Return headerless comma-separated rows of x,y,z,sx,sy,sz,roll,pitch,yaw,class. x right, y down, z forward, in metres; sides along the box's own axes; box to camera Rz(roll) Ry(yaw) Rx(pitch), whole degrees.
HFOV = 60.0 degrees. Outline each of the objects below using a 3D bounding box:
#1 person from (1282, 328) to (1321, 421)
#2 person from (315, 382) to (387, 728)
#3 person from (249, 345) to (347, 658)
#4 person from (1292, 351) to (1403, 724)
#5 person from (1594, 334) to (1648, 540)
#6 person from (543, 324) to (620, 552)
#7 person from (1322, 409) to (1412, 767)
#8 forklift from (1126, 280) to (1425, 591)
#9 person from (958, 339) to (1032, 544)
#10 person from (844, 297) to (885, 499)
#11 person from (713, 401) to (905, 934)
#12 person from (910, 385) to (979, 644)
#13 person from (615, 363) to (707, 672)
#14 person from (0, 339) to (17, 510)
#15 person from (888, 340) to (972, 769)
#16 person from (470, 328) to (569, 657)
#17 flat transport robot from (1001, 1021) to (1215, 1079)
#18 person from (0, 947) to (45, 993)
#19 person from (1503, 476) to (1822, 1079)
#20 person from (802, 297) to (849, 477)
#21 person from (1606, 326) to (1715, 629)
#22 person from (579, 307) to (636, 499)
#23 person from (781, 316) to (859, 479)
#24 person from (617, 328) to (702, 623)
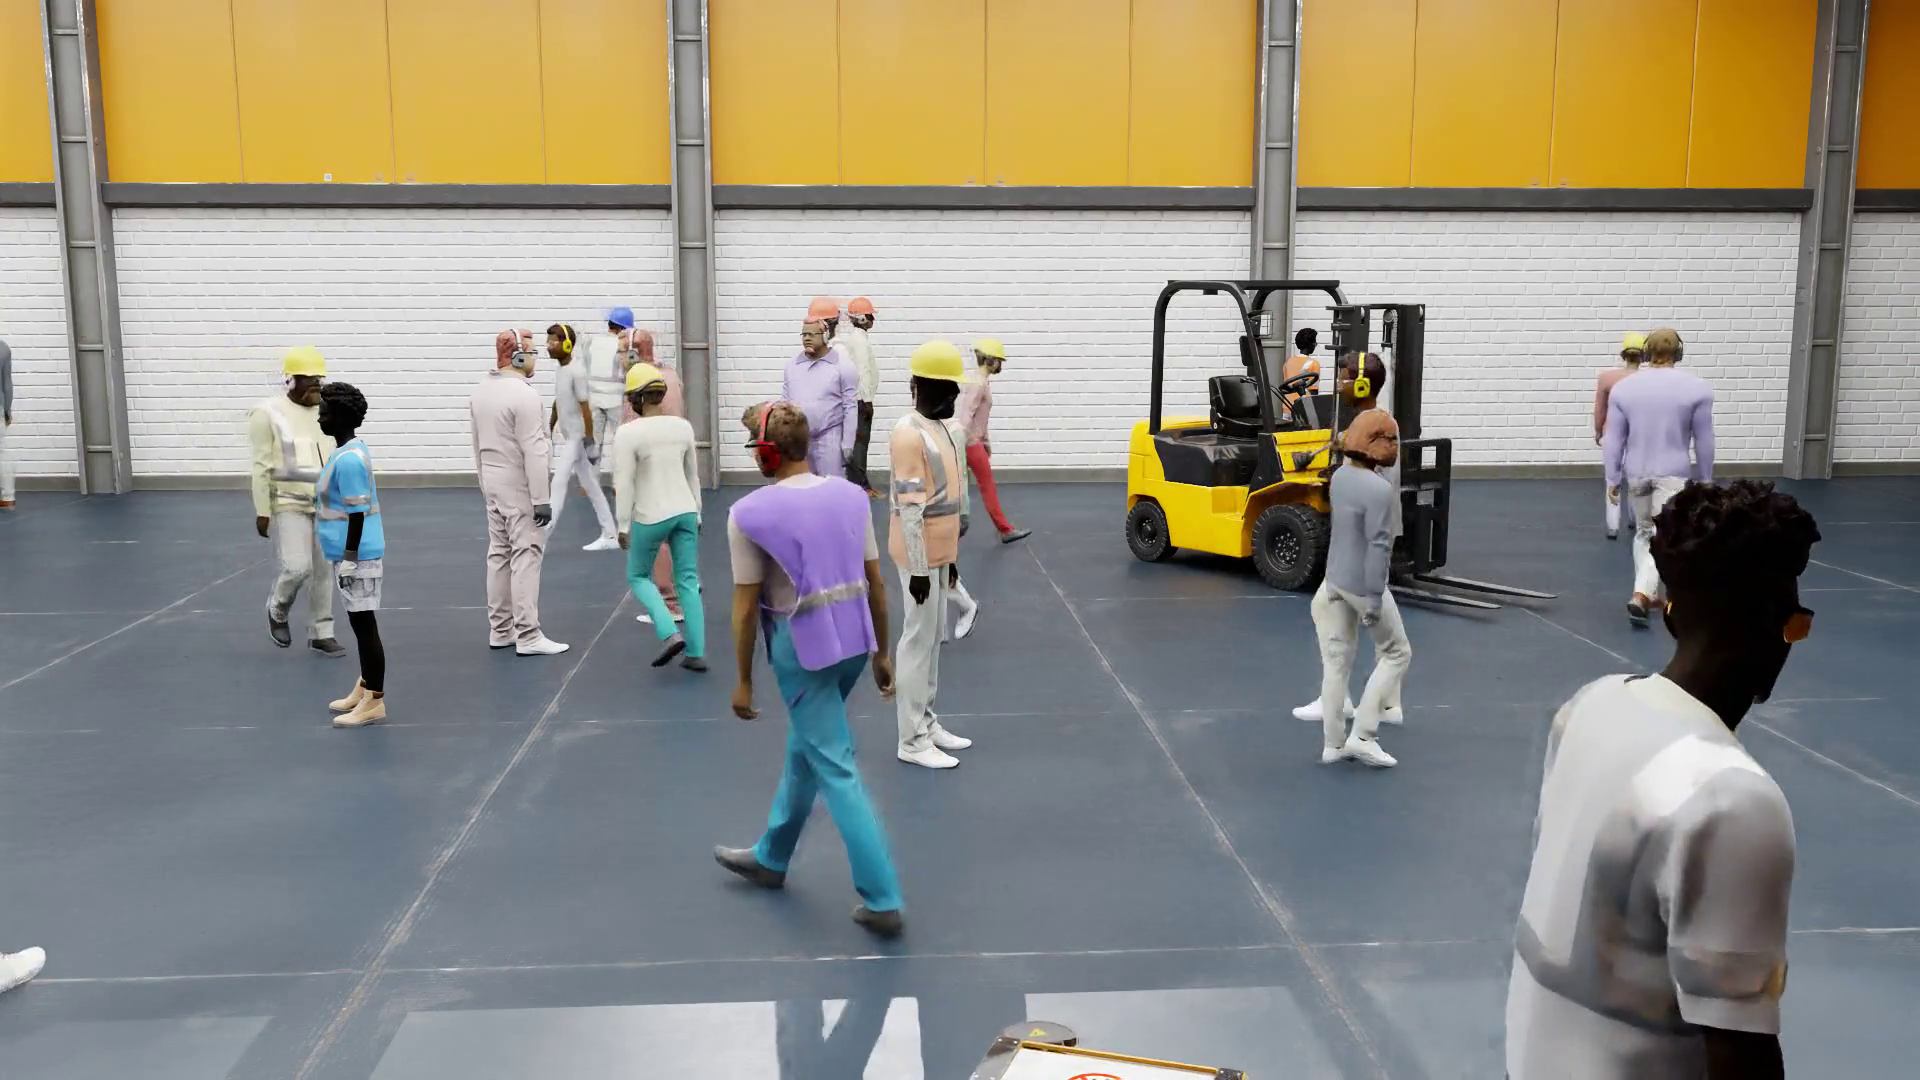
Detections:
3.450,-1.297,16.813,0.322,1.691,0.532,-4,10,-25,person
-3.001,0.069,8.202,0.319,1.696,0.532,-4,10,-21,person
-3.786,-0.217,9.609,0.451,1.816,0.622,6,11,34,person
1.935,-0.007,8.230,0.660,1.846,0.512,6,11,33,person
5.670,-0.885,14.159,0.530,1.708,0.943,4,10,23,person
-3.153,-0.788,13.193,0.949,1.818,0.523,-4,10,-24,person
1.829,0.220,7.479,0.416,1.615,0.508,-3,9,-17,person
2.301,-0.860,12.475,1.214,2.155,2.313,-6,11,-35,forklift
0.124,-0.790,13.596,0.963,1.684,0.529,-1,9,-6,person
-0.975,-1.404,16.511,0.375,1.997,0.611,-3,9,-16,person
-0.504,0.422,5.707,0.919,1.791,0.578,8,12,39,person
-0.148,-0.157,9.824,0.399,1.623,0.538,-7,11,-37,person
-1.665,-0.115,9.283,0.556,1.727,0.540,-8,12,-41,person
-9.097,-1.208,15.464,0.356,1.936,0.635,4,10,22,person
-0.131,0.058,7.556,0.368,1.926,0.587,2,9,11,person
-2.571,-0.279,9.733,0.403,1.906,0.651,-9,13,-44,person
0.233,1.492,3.728,0.652,0.197,1.431,3,9,17,flat transport robot
-3.147,0.570,4.714,0.517,1.819,1.000,2,9,13,person
1.123,0.872,2.499,0.879,1.905,0.693,1,9,7,person
-1.180,-1.039,14.126,0.554,2.023,0.624,-2,9,-11,person
4.409,-0.406,10.562,0.632,1.905,0.960,8,12,41,person
-3.521,-1.353,16.514,0.732,1.904,0.409,3,10,18,person
-1.095,-0.747,12.671,0.641,1.908,0.407,3,10,21,person
-1.946,-0.399,10.576,0.439,1.884,0.653,1,9,4,person
